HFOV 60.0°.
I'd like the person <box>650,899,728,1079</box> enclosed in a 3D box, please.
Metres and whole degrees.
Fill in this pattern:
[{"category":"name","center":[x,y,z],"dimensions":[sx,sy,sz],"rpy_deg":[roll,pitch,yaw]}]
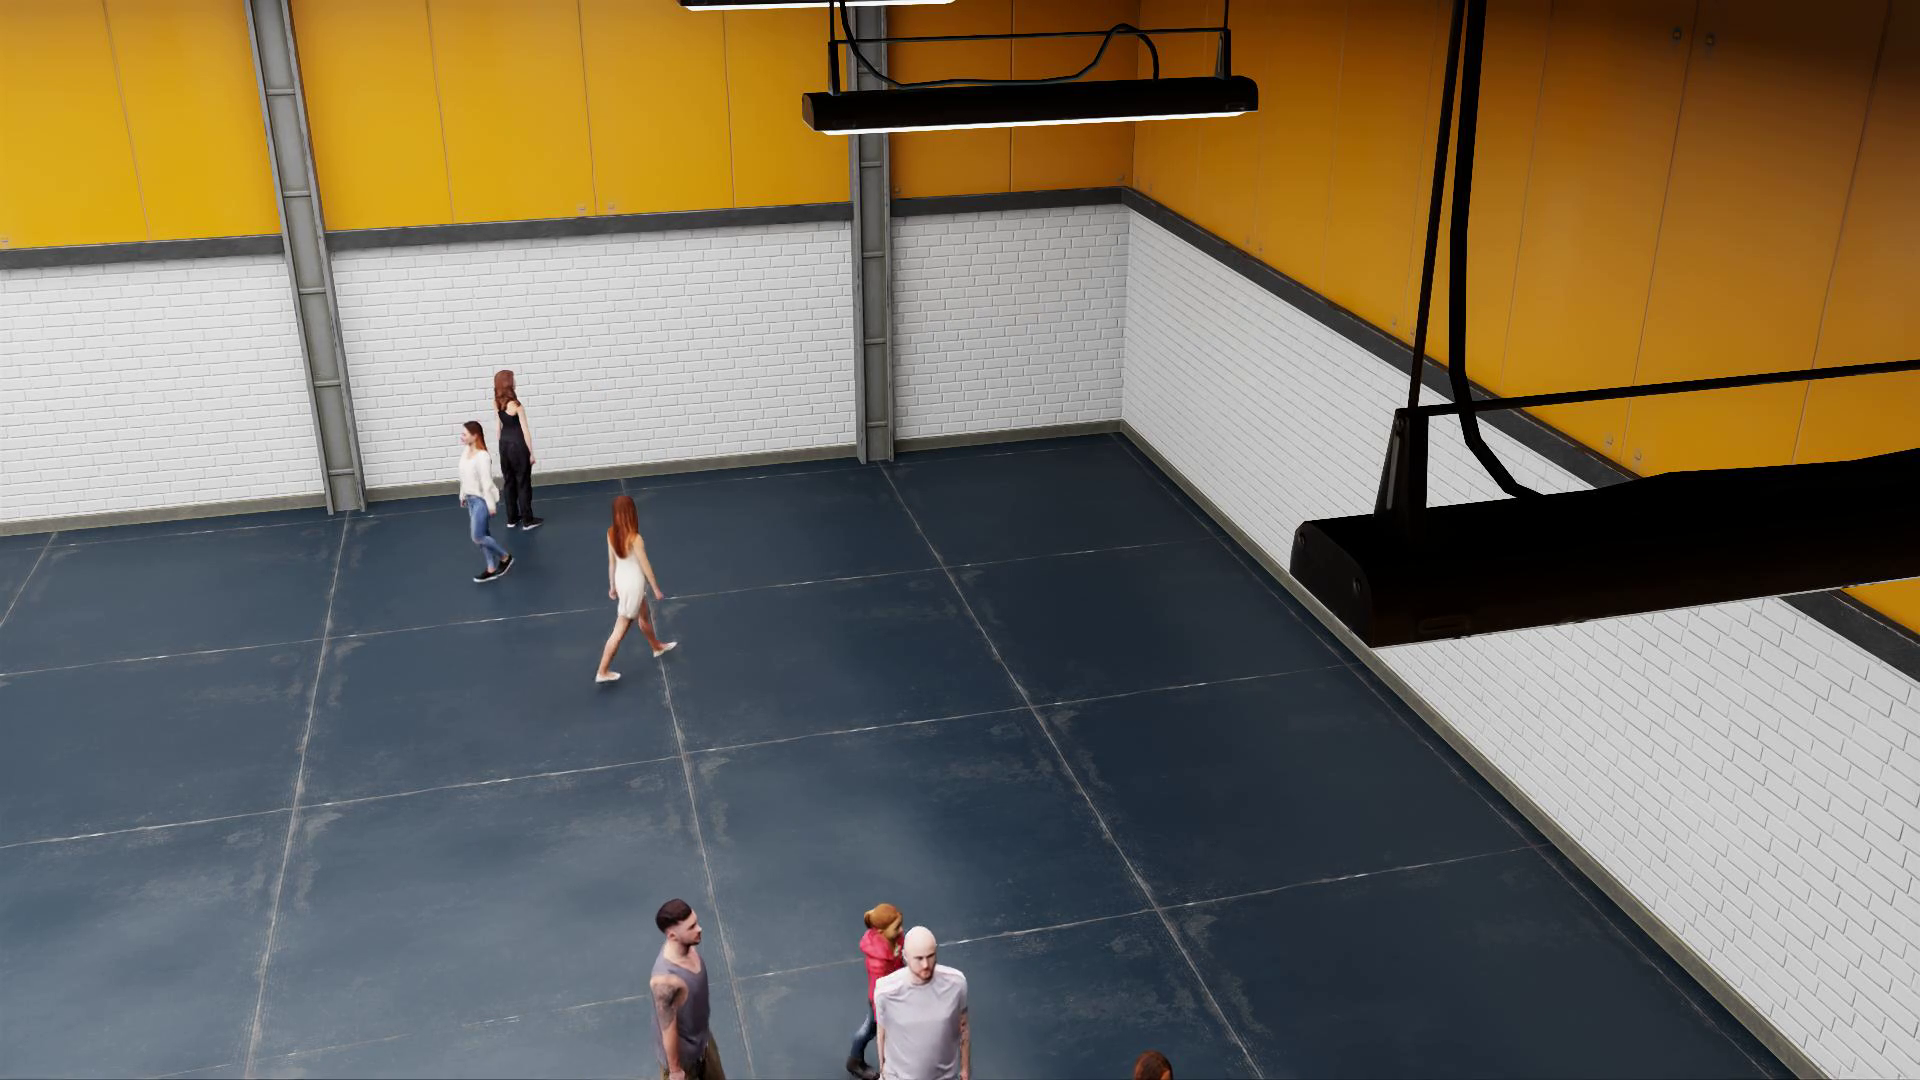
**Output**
[{"category":"person","center":[-1.623,2.791,9.243],"dimensions":[1.188,1.828,0.934],"rpy_deg":[3,24,7]}]

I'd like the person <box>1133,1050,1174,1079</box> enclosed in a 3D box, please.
[{"category":"person","center":[0.908,3.198,8.261],"dimensions":[0.623,1.678,0.753],"rpy_deg":[-18,29,-35]}]

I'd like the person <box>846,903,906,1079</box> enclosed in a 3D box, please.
[{"category":"person","center":[-0.507,2.711,9.868],"dimensions":[0.966,1.283,0.858],"rpy_deg":[10,25,21]}]

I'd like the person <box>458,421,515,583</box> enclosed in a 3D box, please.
[{"category":"person","center":[-4.675,-0.385,16.452],"dimensions":[0.735,1.682,0.714],"rpy_deg":[-16,28,-32]}]

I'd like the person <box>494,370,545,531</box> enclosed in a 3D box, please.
[{"category":"person","center":[-4.759,-0.960,17.691],"dimensions":[0.649,1.743,0.726],"rpy_deg":[10,26,23]}]

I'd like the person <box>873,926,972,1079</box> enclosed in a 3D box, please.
[{"category":"person","center":[-0.212,2.819,8.967],"dimensions":[1.065,1.807,0.776],"rpy_deg":[-4,24,-10]}]

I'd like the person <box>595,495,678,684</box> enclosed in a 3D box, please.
[{"category":"person","center":[-2.948,0.466,14.527],"dimensions":[1.007,1.664,1.229],"rpy_deg":[19,30,37]}]
